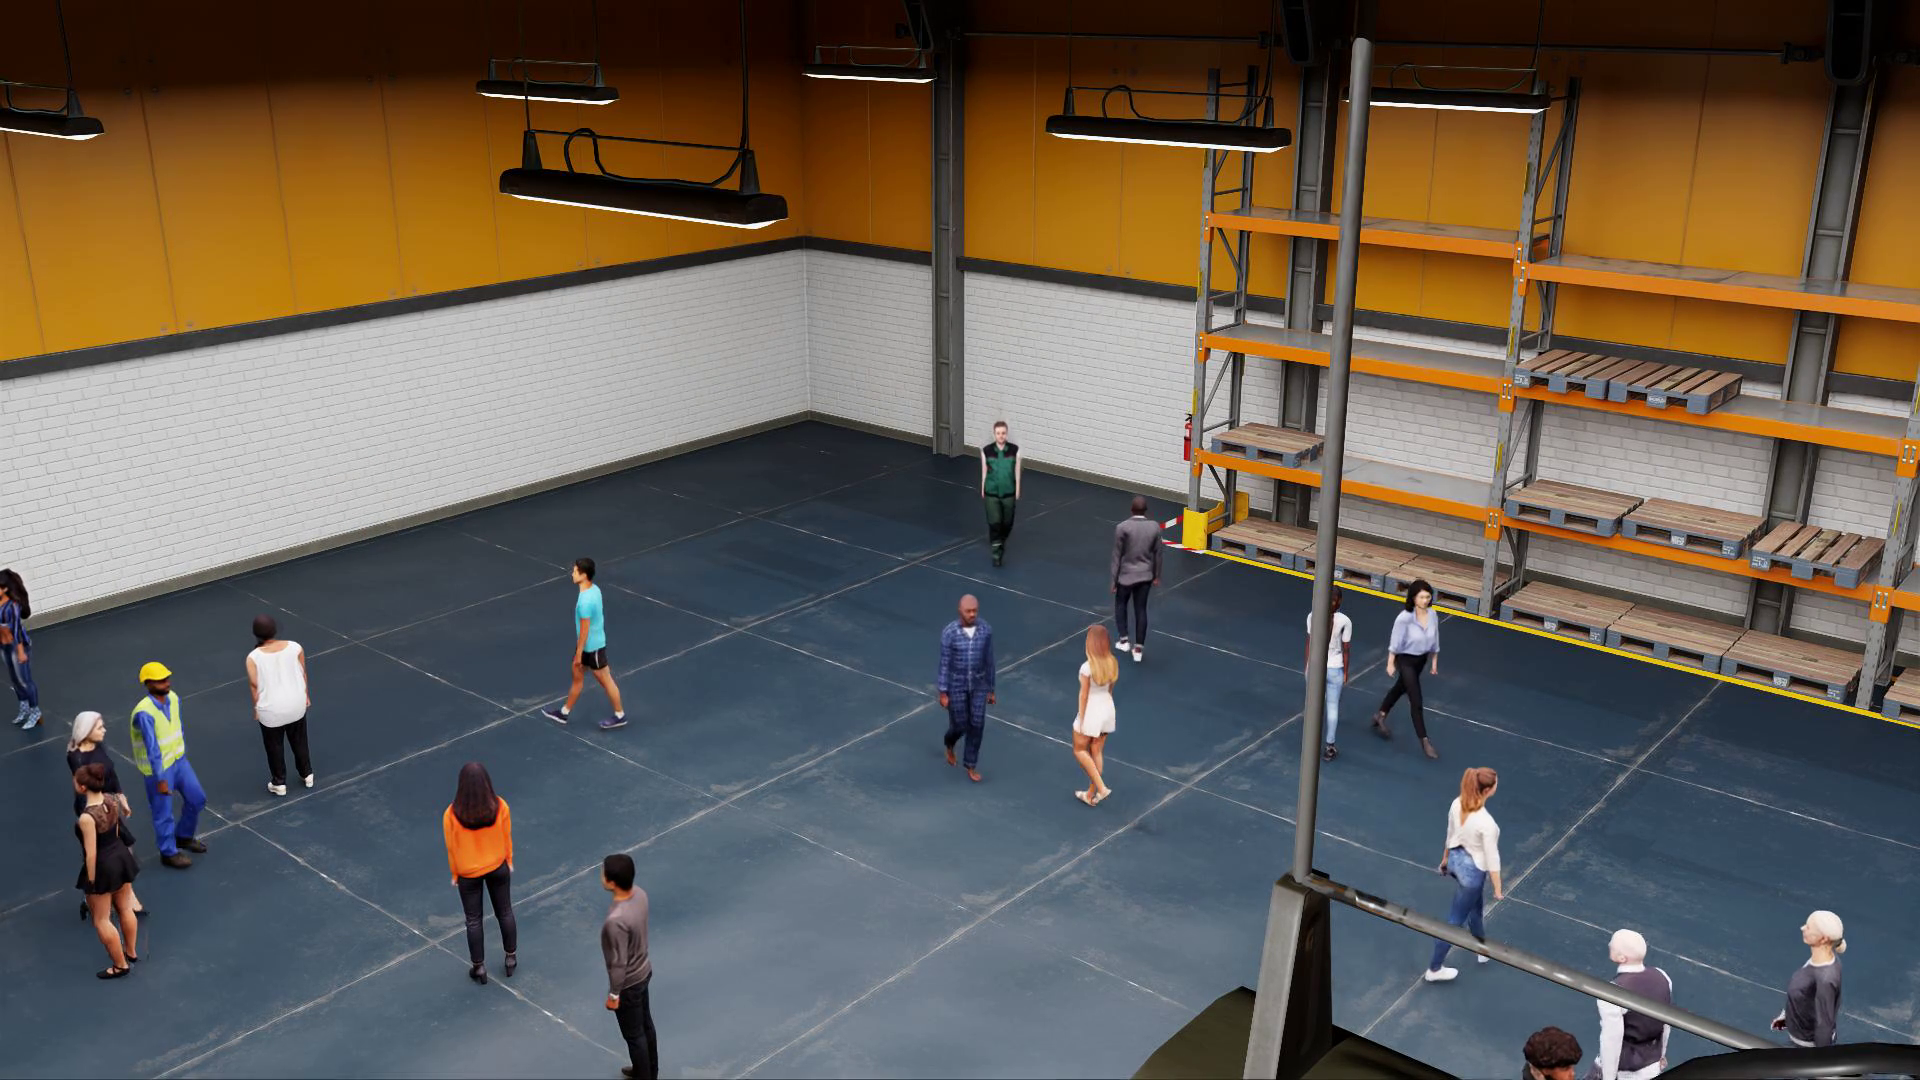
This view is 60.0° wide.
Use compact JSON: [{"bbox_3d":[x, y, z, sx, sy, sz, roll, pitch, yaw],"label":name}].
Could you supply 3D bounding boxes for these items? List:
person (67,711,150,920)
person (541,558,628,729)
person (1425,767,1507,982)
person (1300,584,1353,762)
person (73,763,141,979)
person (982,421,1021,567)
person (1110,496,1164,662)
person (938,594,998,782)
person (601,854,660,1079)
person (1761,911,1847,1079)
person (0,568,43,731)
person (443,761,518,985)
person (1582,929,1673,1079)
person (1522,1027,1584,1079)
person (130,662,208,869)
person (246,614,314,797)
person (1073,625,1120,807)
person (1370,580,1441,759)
[{"bbox_3d":[-6.742,2.143,12.836,0.888,1.730,0.835,-3,19,-10],"label":"person"},{"bbox_3d":[-3.470,1.027,16.127,1.092,1.746,1.075,-3,19,-10],"label":"person"},{"bbox_3d":[3.590,2.440,12.016,1.018,1.692,1.022,-5,19,-14],"label":"person"},{"bbox_3d":[3.419,1.222,15.587,0.548,1.720,0.686,8,20,22],"label":"person"},{"bbox_3d":[-6.218,2.394,12.171,0.743,1.680,0.706,3,19,8],"label":"person"},{"bbox_3d":[0.501,-0.615,20.880,1.051,1.825,1.100,-1,19,-3],"label":"person"},{"bbox_3d":[1.889,0.444,17.774,0.888,1.799,0.944,-2,19,-6],"label":"person"},{"bbox_3d":[0.028,1.304,15.220,0.884,1.800,0.954,-6,20,-18],"label":"person"},{"bbox_3d":[-2.128,2.825,10.759,0.718,1.766,0.720,13,22,33],"label":"person"},{"bbox_3d":[5.291,3.065,10.164,1.083,1.690,0.718,11,22,30],"label":"person"},{"bbox_3d":[-9.233,1.049,16.258,0.512,1.621,0.699,12,22,32],"label":"person"},{"bbox_3d":[-3.458,2.397,12.056,0.697,1.748,0.682,-9,21,-26],"label":"person"},{"bbox_3d":[3.964,3.155,9.746,0.988,1.787,1.080,-6,20,-18],"label":"person"},{"bbox_3d":[3.101,3.397,9.064,0.746,1.764,1.015,-14,23,-36],"label":"person"},{"bbox_3d":[-6.586,1.839,13.624,0.782,1.804,0.780,5,19,14],"label":"person"},{"bbox_3d":[-6.123,1.458,14.938,0.700,1.688,0.660,-15,24,-37],"label":"person"},{"bbox_3d":[1.253,1.586,14.584,0.686,1.671,0.801,-15,24,-37],"label":"person"},{"bbox_3d":[4.220,1.170,15.778,0.951,1.698,1.206,-9,21,-26],"label":"person"}]
